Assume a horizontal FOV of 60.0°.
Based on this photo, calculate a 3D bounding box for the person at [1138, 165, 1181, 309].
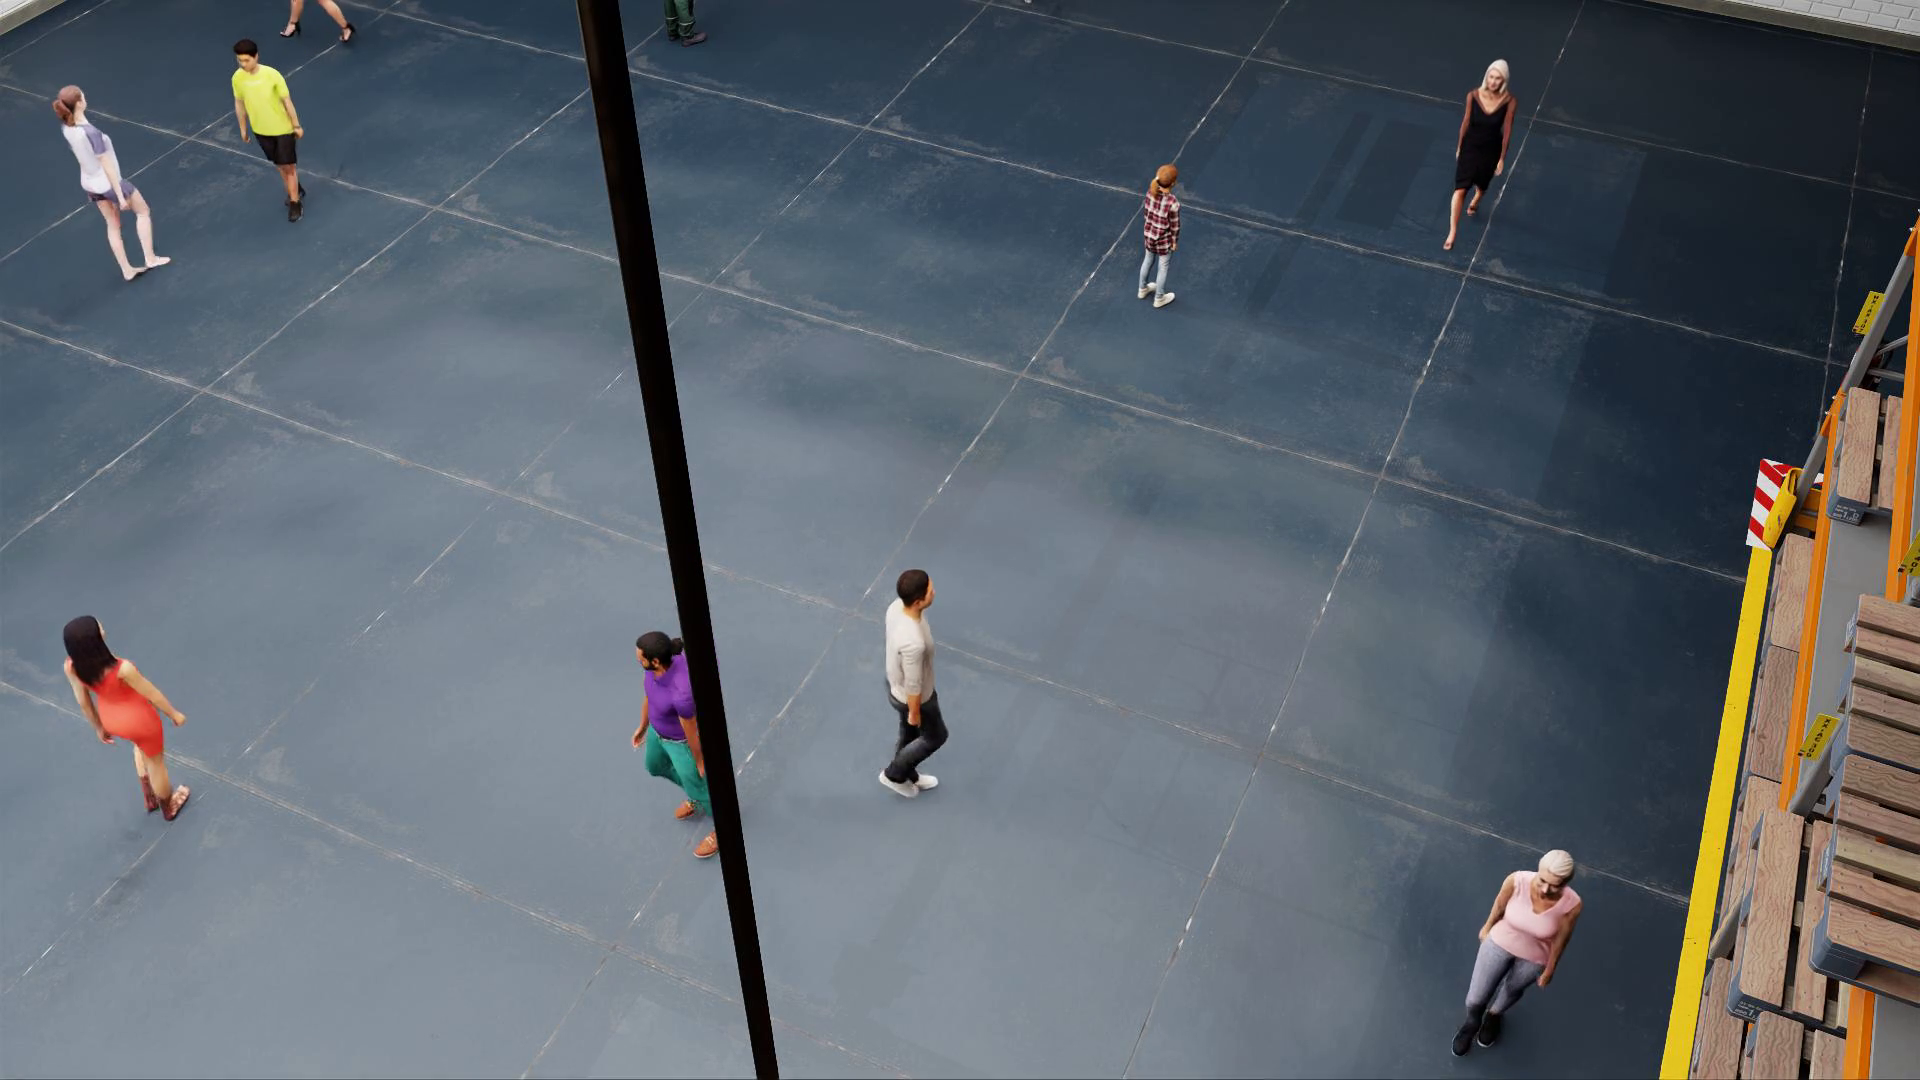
[{"bbox_3d":[1.680,-2.570,14.007,0.599,1.303,0.590,-32,52,-29],"label":"person"}]

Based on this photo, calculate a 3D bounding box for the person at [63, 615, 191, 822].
[{"bbox_3d":[-4.933,1.127,9.833,0.654,1.706,0.649,7,44,7],"label":"person"}]

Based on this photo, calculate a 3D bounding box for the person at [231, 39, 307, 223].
[{"bbox_3d":[-6.176,-3.781,15.001,0.825,1.684,0.930,3,44,3],"label":"person"}]

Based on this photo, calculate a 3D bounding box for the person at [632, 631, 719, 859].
[{"bbox_3d":[-1.608,1.111,9.824,0.850,1.744,0.801,-31,52,-28],"label":"person"}]

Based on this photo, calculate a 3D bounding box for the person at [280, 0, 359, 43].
[{"bbox_3d":[-6.724,-5.892,17.234,1.020,1.661,1.100,-2,44,-2],"label":"person"}]

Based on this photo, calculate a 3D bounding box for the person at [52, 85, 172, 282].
[{"bbox_3d":[-7.316,-2.958,14.091,0.617,1.748,0.646,17,46,17],"label":"person"}]

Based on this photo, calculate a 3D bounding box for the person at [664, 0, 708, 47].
[{"bbox_3d":[-2.984,-6.057,17.278,0.753,1.840,0.716,32,52,29],"label":"person"}]

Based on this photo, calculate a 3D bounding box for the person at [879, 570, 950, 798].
[{"bbox_3d":[-0.386,0.903,10.005,0.874,1.793,0.804,-7,44,-7],"label":"person"}]

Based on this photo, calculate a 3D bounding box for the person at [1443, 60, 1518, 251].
[{"bbox_3d":[4.604,-3.437,14.621,0.610,1.711,1.035,17,46,18],"label":"person"}]

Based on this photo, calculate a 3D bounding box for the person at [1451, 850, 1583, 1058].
[{"bbox_3d":[2.985,2.099,8.808,0.576,1.714,0.638,20,47,20],"label":"person"}]
